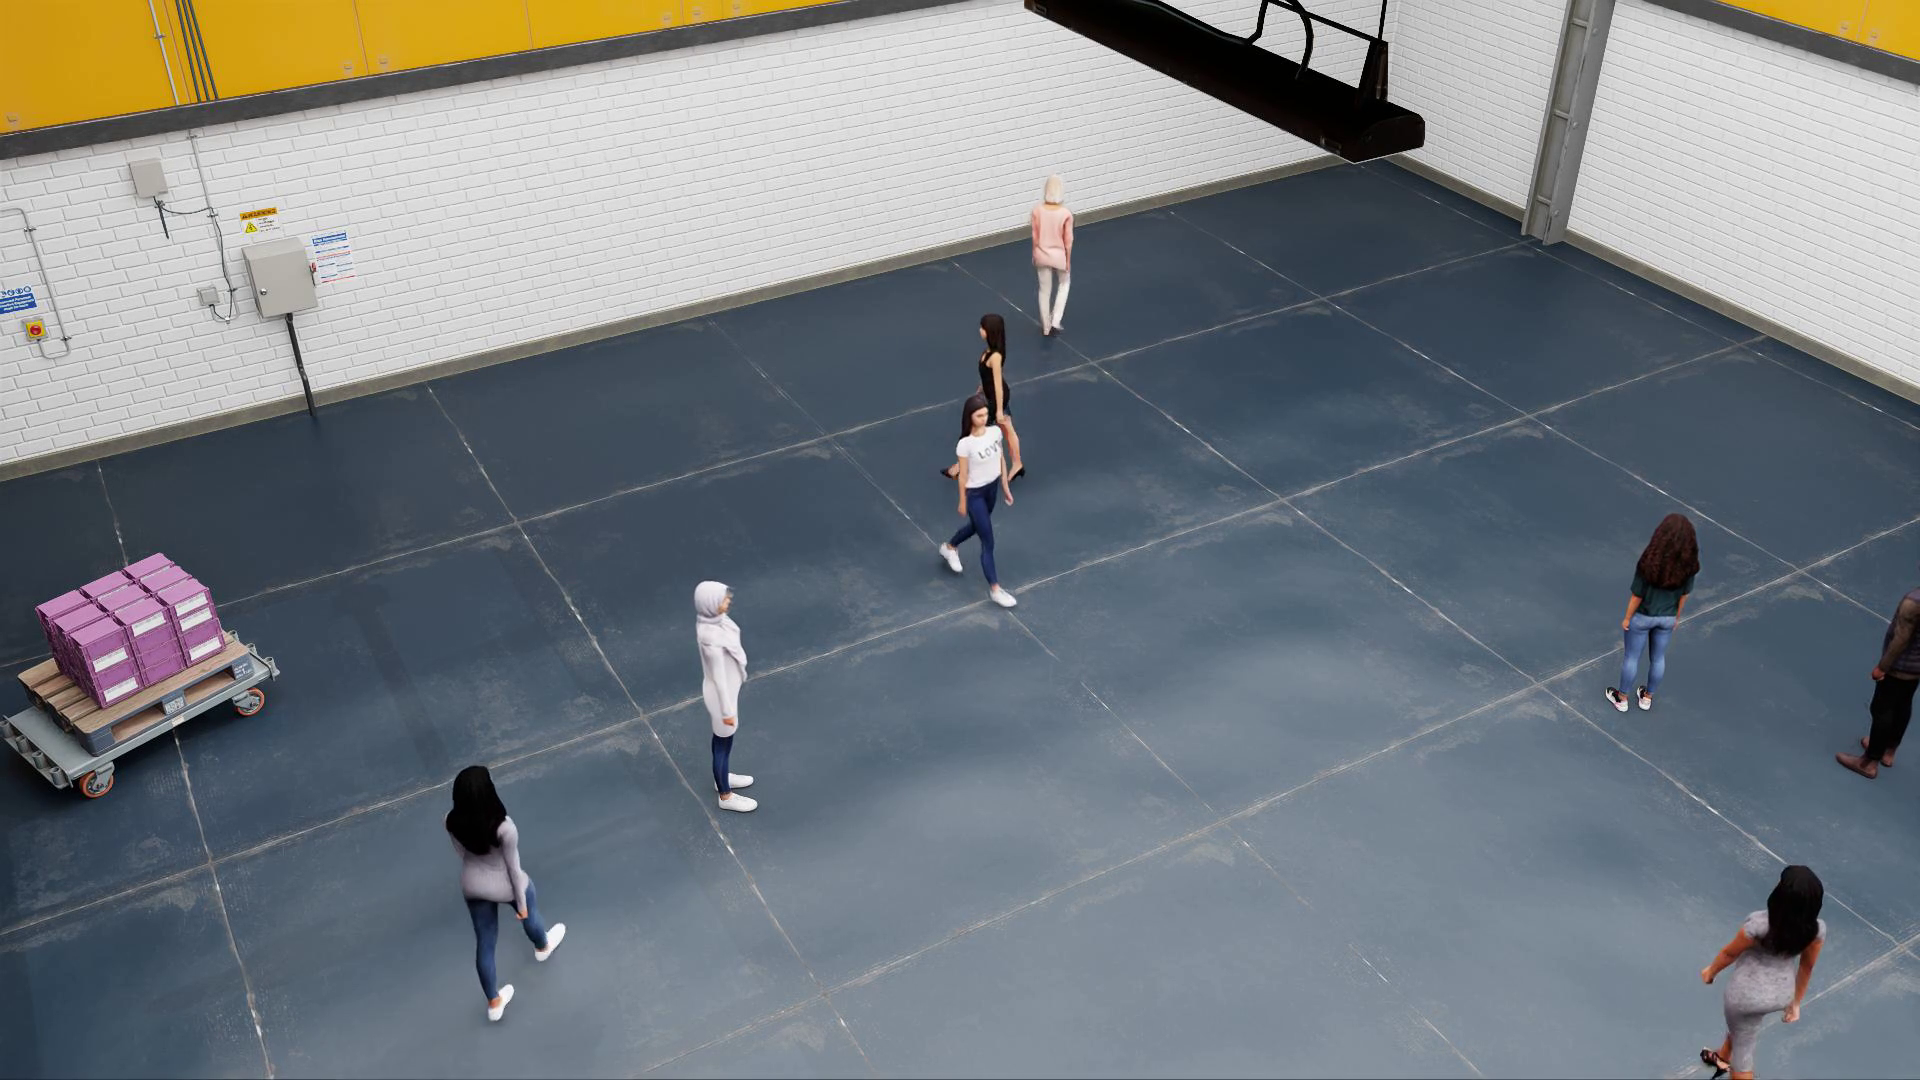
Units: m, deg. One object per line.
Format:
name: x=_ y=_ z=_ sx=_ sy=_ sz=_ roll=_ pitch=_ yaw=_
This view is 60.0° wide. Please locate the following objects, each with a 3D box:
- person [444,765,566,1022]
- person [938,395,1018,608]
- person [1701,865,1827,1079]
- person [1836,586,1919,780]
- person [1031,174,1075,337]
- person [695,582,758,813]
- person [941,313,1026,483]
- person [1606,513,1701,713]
person: x=-2.699 y=2.058 z=9.457 sx=0.999 sy=1.710 sz=1.065 roll=7 pitch=34 yaw=11
person: x=0.102 y=-0.365 z=13.072 sx=1.198 sy=1.743 sz=0.843 roll=26 pitch=41 yaw=33
person: x=4.245 y=2.490 z=8.762 sx=0.749 sy=1.759 sz=0.894 roll=-5 pitch=34 yaw=-7
person: x=6.389 y=0.810 z=11.220 sx=0.682 sy=1.835 sz=0.540 roll=-18 pitch=38 yaw=-25
person: x=0.906 y=-2.832 z=16.808 sx=0.735 sy=1.715 sz=0.793 roll=7 pitch=34 yaw=11
person: x=-1.577 y=1.018 z=10.962 sx=0.740 sy=1.776 sz=0.597 roll=-4 pitch=34 yaw=-6
person: x=0.395 y=-1.189 z=14.429 sx=0.968 sy=1.613 sz=1.001 roll=2 pitch=34 yaw=3
person: x=4.939 y=0.524 z=11.849 sx=0.703 sy=1.616 sz=0.738 roll=1 pitch=34 yaw=1
